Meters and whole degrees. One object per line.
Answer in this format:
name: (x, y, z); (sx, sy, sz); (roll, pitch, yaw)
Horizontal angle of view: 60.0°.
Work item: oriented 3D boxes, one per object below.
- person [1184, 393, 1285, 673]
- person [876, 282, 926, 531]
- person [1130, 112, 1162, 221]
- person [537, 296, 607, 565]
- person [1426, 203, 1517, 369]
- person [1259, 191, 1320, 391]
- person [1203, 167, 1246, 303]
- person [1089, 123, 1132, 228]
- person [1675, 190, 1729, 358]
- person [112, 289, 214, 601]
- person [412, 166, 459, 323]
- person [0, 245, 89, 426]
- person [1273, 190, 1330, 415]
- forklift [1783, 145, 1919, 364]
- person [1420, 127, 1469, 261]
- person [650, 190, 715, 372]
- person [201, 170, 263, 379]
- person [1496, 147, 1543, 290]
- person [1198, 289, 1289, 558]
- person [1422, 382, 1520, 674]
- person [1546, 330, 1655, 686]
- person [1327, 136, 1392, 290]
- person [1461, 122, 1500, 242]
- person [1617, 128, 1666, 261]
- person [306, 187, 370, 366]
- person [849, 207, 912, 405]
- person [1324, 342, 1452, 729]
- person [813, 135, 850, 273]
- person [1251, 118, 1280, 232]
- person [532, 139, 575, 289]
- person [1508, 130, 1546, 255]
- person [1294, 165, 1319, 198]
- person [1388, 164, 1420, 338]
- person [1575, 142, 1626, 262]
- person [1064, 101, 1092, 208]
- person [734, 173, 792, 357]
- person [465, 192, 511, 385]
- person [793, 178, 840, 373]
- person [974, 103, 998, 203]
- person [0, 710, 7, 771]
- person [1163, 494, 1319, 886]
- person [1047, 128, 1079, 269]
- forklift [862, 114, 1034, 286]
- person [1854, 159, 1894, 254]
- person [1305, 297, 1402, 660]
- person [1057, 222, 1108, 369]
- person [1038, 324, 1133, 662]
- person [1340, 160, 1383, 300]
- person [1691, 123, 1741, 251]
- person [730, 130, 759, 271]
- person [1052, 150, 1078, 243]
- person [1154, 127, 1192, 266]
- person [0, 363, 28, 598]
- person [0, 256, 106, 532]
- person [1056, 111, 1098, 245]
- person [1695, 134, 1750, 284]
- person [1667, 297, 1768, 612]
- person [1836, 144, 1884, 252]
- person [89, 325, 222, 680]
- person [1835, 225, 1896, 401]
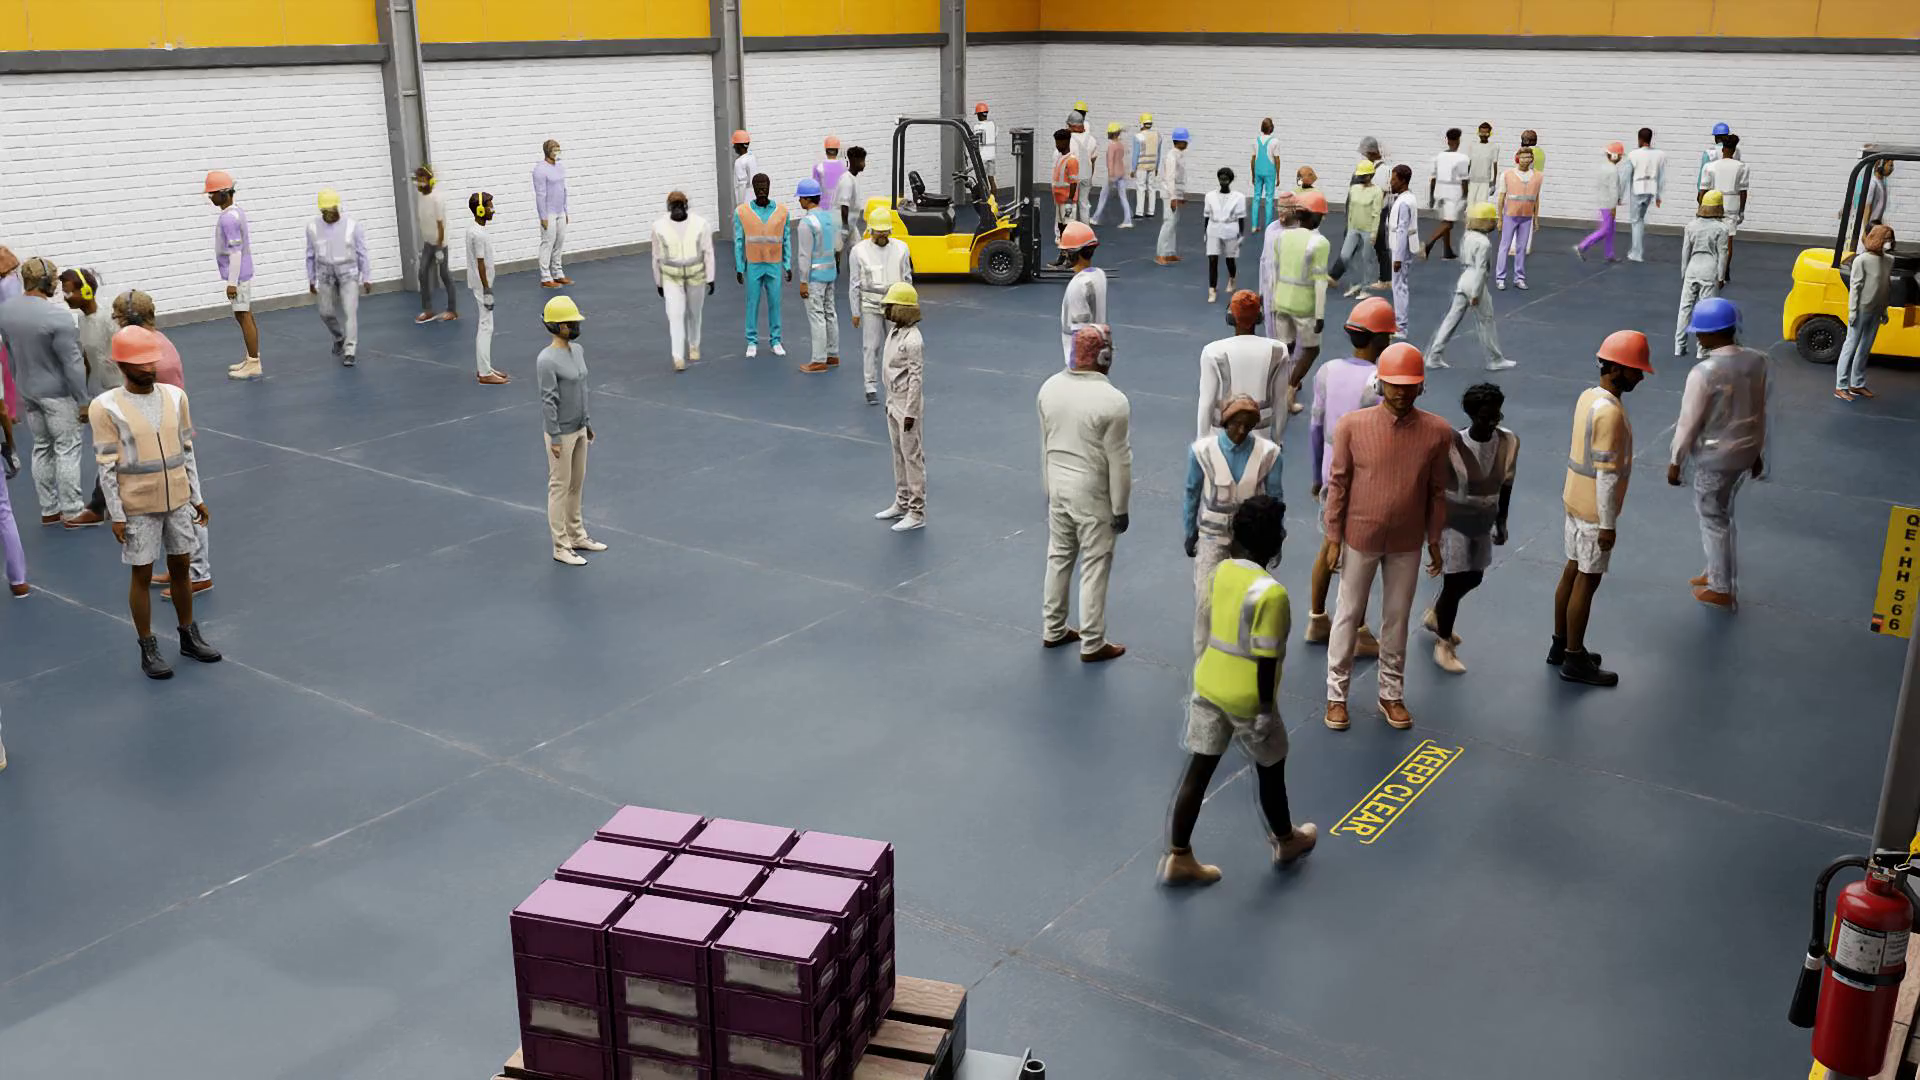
person: (1.462, 0.007, 8.906); (0.519, 1.622, 0.415); (1, 18, 2)
person: (-0.412, -0.941, 11.677); (0.289, 1.746, 0.488); (-7, 19, -21)
person: (3.202, -6.466, 28.817); (0.592, 1.833, 0.404); (-11, 21, -30)
person: (-2.575, -0.727, 10.971); (0.305, 1.772, 0.525); (4, 18, 13)
person: (5.205, -2.554, 16.799); (0.904, 1.697, 0.489); (-3, 18, -10)
person: (3.096, -2.363, 15.866); (0.403, 1.906, 0.652); (-15, 23, -39)
person: (3.325, -3.846, 20.890); (0.538, 1.677, 0.698); (6, 19, 18)
person: (2.523, -6.093, 27.831); (0.880, 1.723, 0.548); (12, 21, 33)
person: (7.801, -2.786, 17.449); (0.289, 1.745, 0.485); (-14, 22, -37)
person: (-4.916, -0.585, 10.259); (0.371, 1.935, 0.629); (-11, 21, -31)
person: (-6.116, -3.411, 19.282); (0.515, 1.818, 0.710); (11, 21, 31)
person: (-8.205, -1.795, 14.593); (0.801, 1.601, 0.505); (-10, 20, -28)
person: (3.030, -2.088, 14.821); (0.491, 2.019, 0.650); (-14, 22, -37)
forklift: (9.803, -2.879, 17.013); (2.313, 2.155, 1.214); (12, 21, 33)
person: (6.984, -4.963, 23.969); (0.863, 1.930, 0.598); (-11, 21, -32)
person: (-2.819, -2.664, 16.994); (0.620, 1.797, 0.964); (-4, 18, -12)
person: (-7.187, -2.620, 16.454); (0.377, 2.041, 0.607); (-6, 19, -18)
person: (7.263, -4.184, 21.663); (0.565, 1.842, 0.390); (-2, 18, -7)
person: (1.772, -0.639, 10.507); (0.584, 1.882, 0.337); (-2, 18, -8)
person: (2.754, -0.115, 9.255); (0.540, 1.649, 0.636); (-6, 19, -18)
person: (3.460, -0.176, 8.990); (0.374, 1.929, 0.542); (2, 18, 6)
person: (5.229, -4.236, 21.507); (1.036, 2.000, 0.689); (-8, 20, -24)
person: (8.137, -5.590, 26.043); (0.510, 1.858, 0.334); (11, 21, 31)
person: (9.891, -5.059, 24.319); (0.608, 1.890, 0.722); (-4, 18, -12)
person: (-6.402, -2.722, 17.132); (0.623, 1.813, 0.617); (-2, 18, -6)
person: (-0.722, -2.157, 15.366); (0.601, 1.819, 0.403); (-6, 19, -19)
person: (2.135, -0.010, 8.359); (0.609, 1.996, 0.383); (0, 18, 0)
person: (-1.734, -4.554, 22.725); (0.548, 1.911, 0.843); (-3, 18, -9)
person: (4.989, -5.943, 27.161); (0.506, 1.847, 0.345); (11, 21, 32)
person: (-5.340, -4.271, 21.806); (0.378, 1.931, 0.625); (5, 19, 16)
person: (8.414, -5.173, 24.781); (0.638, 1.832, 0.429); (-15, 23, -39)
person: (4.402, -3.974, 21.346); (0.279, 1.633, 0.498); (-10, 20, -29)
person: (4.908, -3.198, 18.475); (0.383, 1.911, 0.593); (5, 18, 14)
person: (9.296, -4.850, 23.932); (0.698, 1.728, 0.578); (2, 18, 6)
person: (2.176, -7.083, 30.607); (0.383, 1.920, 0.585); (-17, 24, -42)
person: (-2.069, -2.894, 17.506); (0.597, 1.916, 0.372); (-5, 18, -15)
person: (-4.632, -2.451, 16.220); (0.322, 1.862, 0.512); (-6, 19, -18)
person: (-1.458, -2.657, 16.742); (0.426, 1.938, 0.604); (6, 19, 19)
person: (0.431, -6.946, 30.192); (0.546, 1.920, 0.418); (-16, 23, -40)
person: (-4.846, 0.219, 7.827); (0.574, 1.883, 0.355); (-5, 18, -16)
person: (1.198, 0.624, 6.908); (0.807, 1.650, 0.544); (-9, 20, -25)
person: (1.461, -4.763, 23.288); (0.369, 1.958, 0.602); (-5, 18, -14)
forklift: (-0.171, -4.594, 22.377); (2.313, 2.155, 1.214); (1, 18, 3)
person: (11.303, -3.866, 20.678); (0.337, 1.839, 0.508); (14, 22, 36)
person: (2.240, -0.346, 9.341); (0.400, 2.038, 0.618); (-11, 21, -30)
person: (0.899, -1.367, 12.537); (0.395, 2.039, 0.607); (7, 19, 20)
person: (0.724, -0.264, 9.322); (0.397, 1.900, 0.635); (-16, 24, -40)
person: (5.029, -3.869, 20.821); (0.465, 1.747, 0.544); (-13, 22, -36)
person: (11.214, -5.195, 24.675); (0.604, 1.939, 0.416); (-2, 18, -7)
person: (-3.006, -4.727, 23.209); (0.377, 1.936, 0.549); (5, 18, 16)
person: (1.698, -5.527, 25.989); (0.524, 1.769, 0.308); (-4, 18, -11)
person: (3.074, -4.917, 23.806); (0.478, 1.943, 0.736); (5, 19, 17)
person: (-6.057, -0.521, 10.181); (0.511, 1.862, 0.327); (-11, 21, -32)
person: (-6.325, -1.004, 11.590); (0.638, 1.927, 0.391); (6, 19, 19)
person: (1.753, -5.611, 25.806); (0.688, 2.000, 0.539); (-11, 21, -31)
person: (10.148, -4.409, 22.166); (0.603, 1.967, 0.367); (7, 19, 22)
person: (4.545, -0.510, 10.062); (0.644, 1.911, 0.577); (-10, 20, -29)
person: (12.222, -4.473, 22.651); (0.981, 1.790, 0.584); (4, 18, 13)
person: (-4.385, -0.213, 9.089); (0.361, 1.939, 0.543); (12, 21, 33)
person: (8.502, -2.130, 15.577); (0.499, 1.633, 0.286); (-8, 19, -24)
